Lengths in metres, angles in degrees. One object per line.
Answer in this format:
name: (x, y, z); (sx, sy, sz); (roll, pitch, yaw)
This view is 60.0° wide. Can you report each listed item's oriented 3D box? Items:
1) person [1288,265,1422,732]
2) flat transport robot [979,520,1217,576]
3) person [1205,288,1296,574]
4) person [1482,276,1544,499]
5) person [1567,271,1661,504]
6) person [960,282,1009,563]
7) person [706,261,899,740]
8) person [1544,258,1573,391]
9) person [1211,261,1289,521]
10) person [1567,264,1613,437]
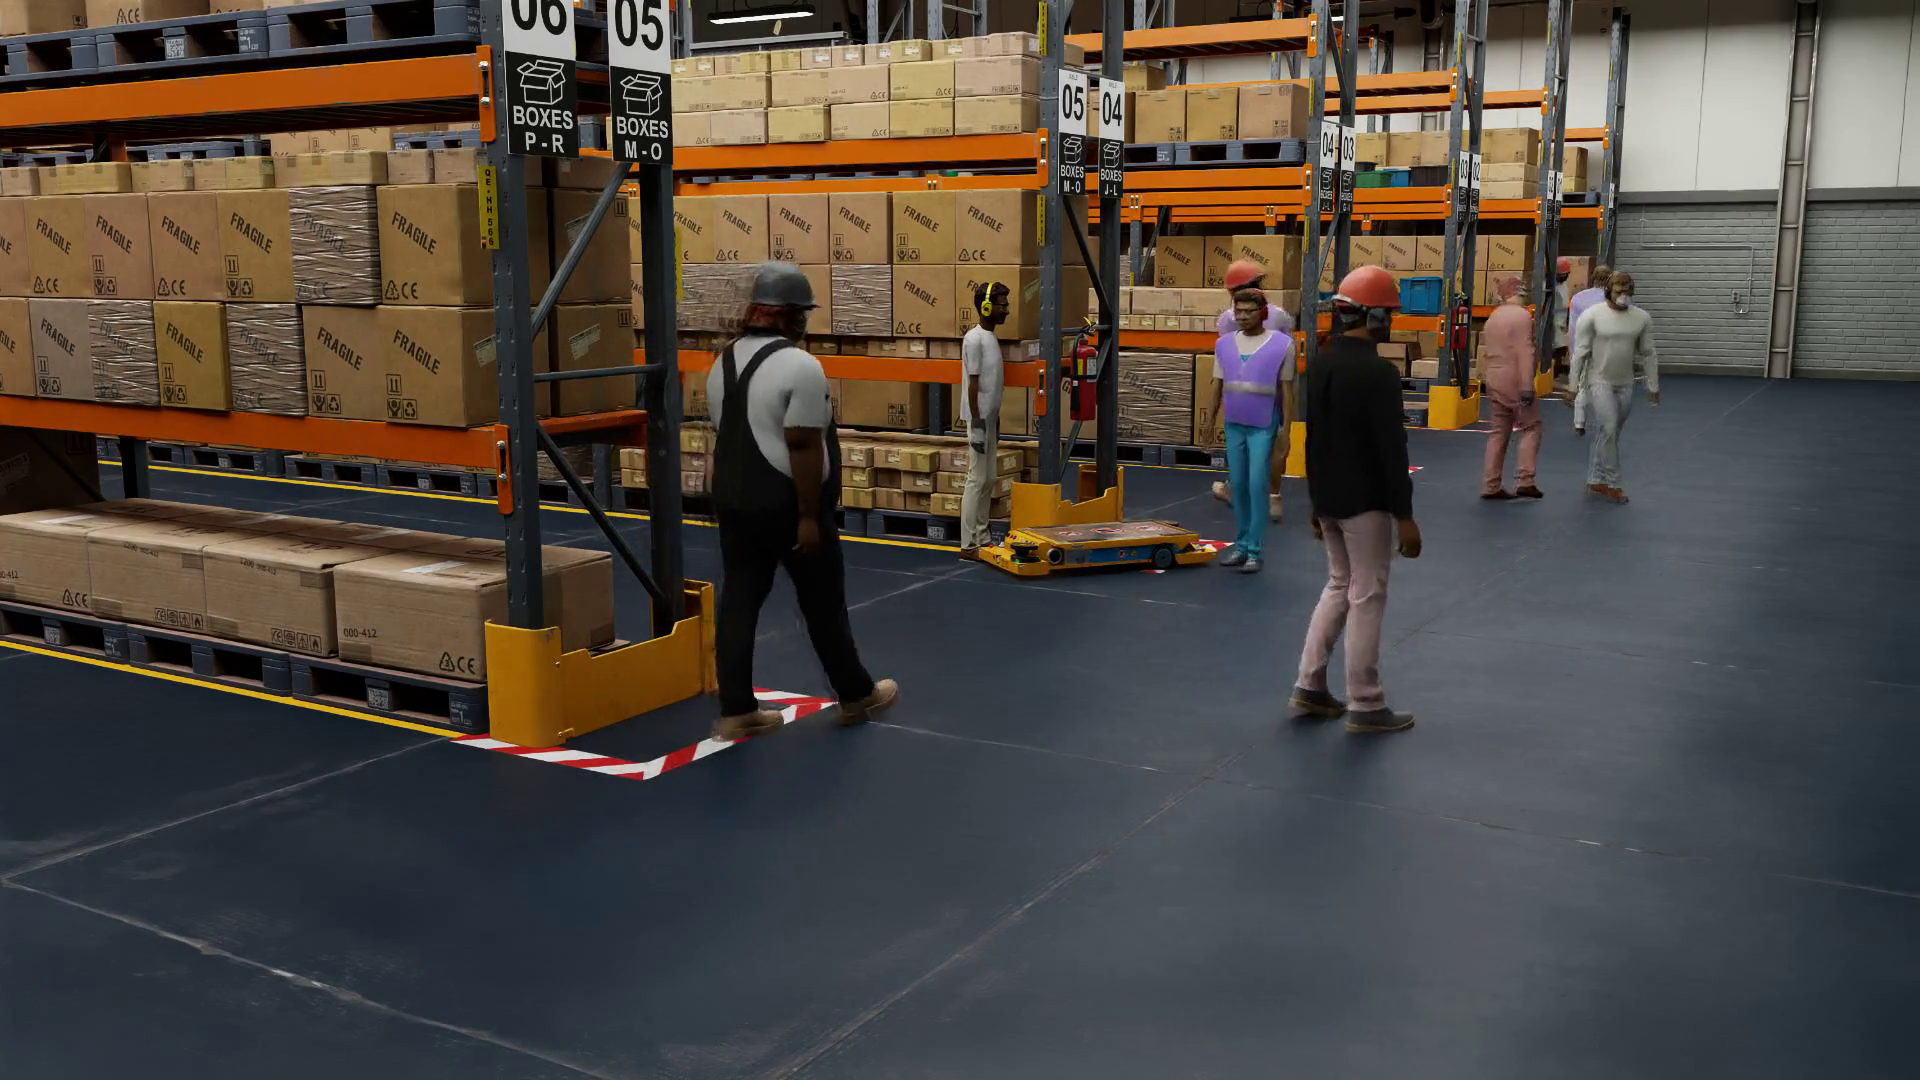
person: (1.706, -0.164, 7.084); (0.422, 1.992, 0.632); (-3, 10, -17)
flat transport robot: (0.904, 0.038, 10.934); (1.431, 0.197, 0.652); (-4, 10, -21)
person: (1.875, -0.711, 10.783); (0.581, 1.836, 0.442); (8, 12, 38)
person: (4.619, -1.256, 13.879); (0.543, 1.866, 0.739); (-3, 10, -18)
person: (5.430, -1.252, 13.726); (0.735, 1.893, 0.767); (-2, 10, -10)
person: (0.175, -0.776, 11.070); (0.333, 1.860, 0.509); (3, 10, 17)
person: (-0.680, -0.191, 7.102); (0.711, 2.000, 0.926); (9, 13, 43)
person: (8.952, -3.247, 25.112); (0.609, 2.003, 0.666); (8, 13, 39)
person: (2.306, -1.174, 13.004); (0.728, 1.971, 1.045); (-2, 10, -11)
person: (7.178, -2.129, 18.749); (0.637, 1.936, 0.355); (6, 11, 32)
